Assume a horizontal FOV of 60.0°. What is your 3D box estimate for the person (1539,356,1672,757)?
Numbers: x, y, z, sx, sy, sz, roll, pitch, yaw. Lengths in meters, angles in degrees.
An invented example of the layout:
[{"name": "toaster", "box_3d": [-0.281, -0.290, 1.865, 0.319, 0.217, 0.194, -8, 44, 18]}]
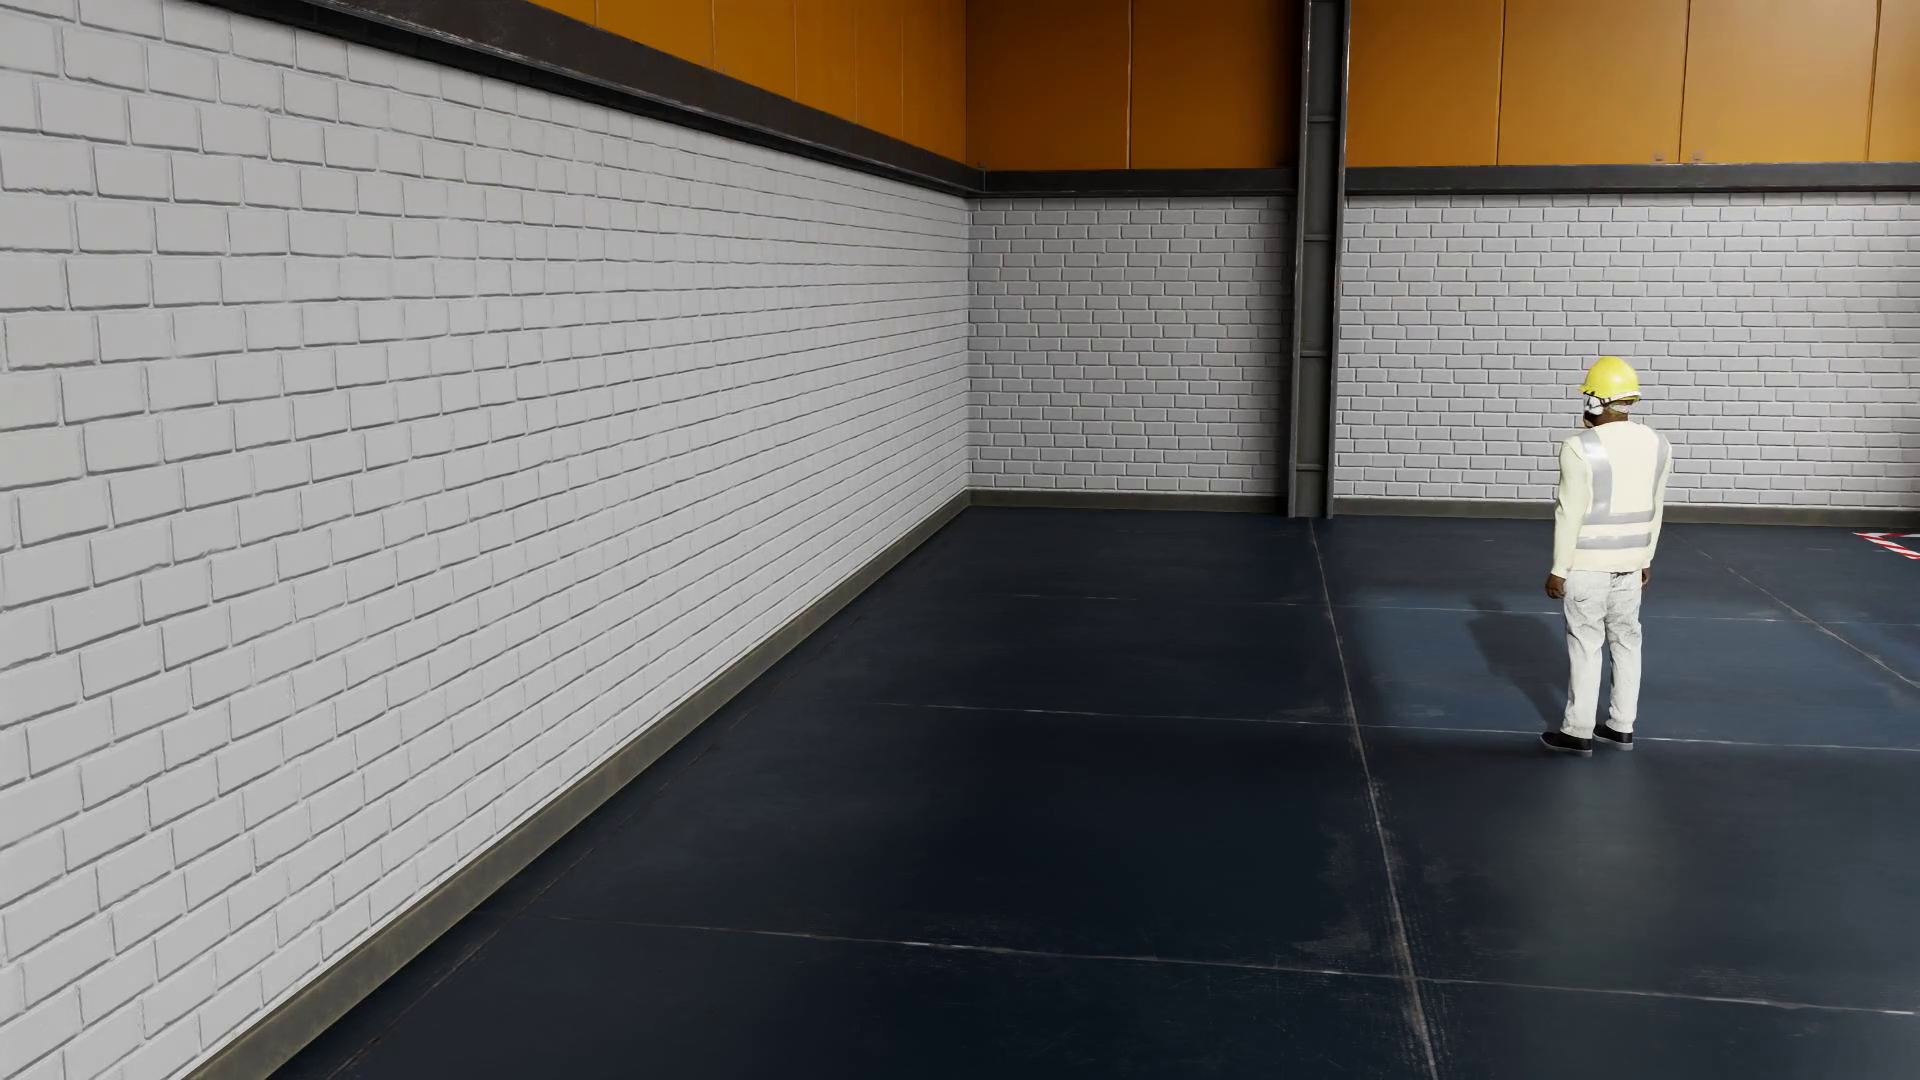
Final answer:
[{"name": "person", "box_3d": [2.937, 0.079, 7.626, 0.587, 1.837, 0.404, -4, 10, -22]}]
